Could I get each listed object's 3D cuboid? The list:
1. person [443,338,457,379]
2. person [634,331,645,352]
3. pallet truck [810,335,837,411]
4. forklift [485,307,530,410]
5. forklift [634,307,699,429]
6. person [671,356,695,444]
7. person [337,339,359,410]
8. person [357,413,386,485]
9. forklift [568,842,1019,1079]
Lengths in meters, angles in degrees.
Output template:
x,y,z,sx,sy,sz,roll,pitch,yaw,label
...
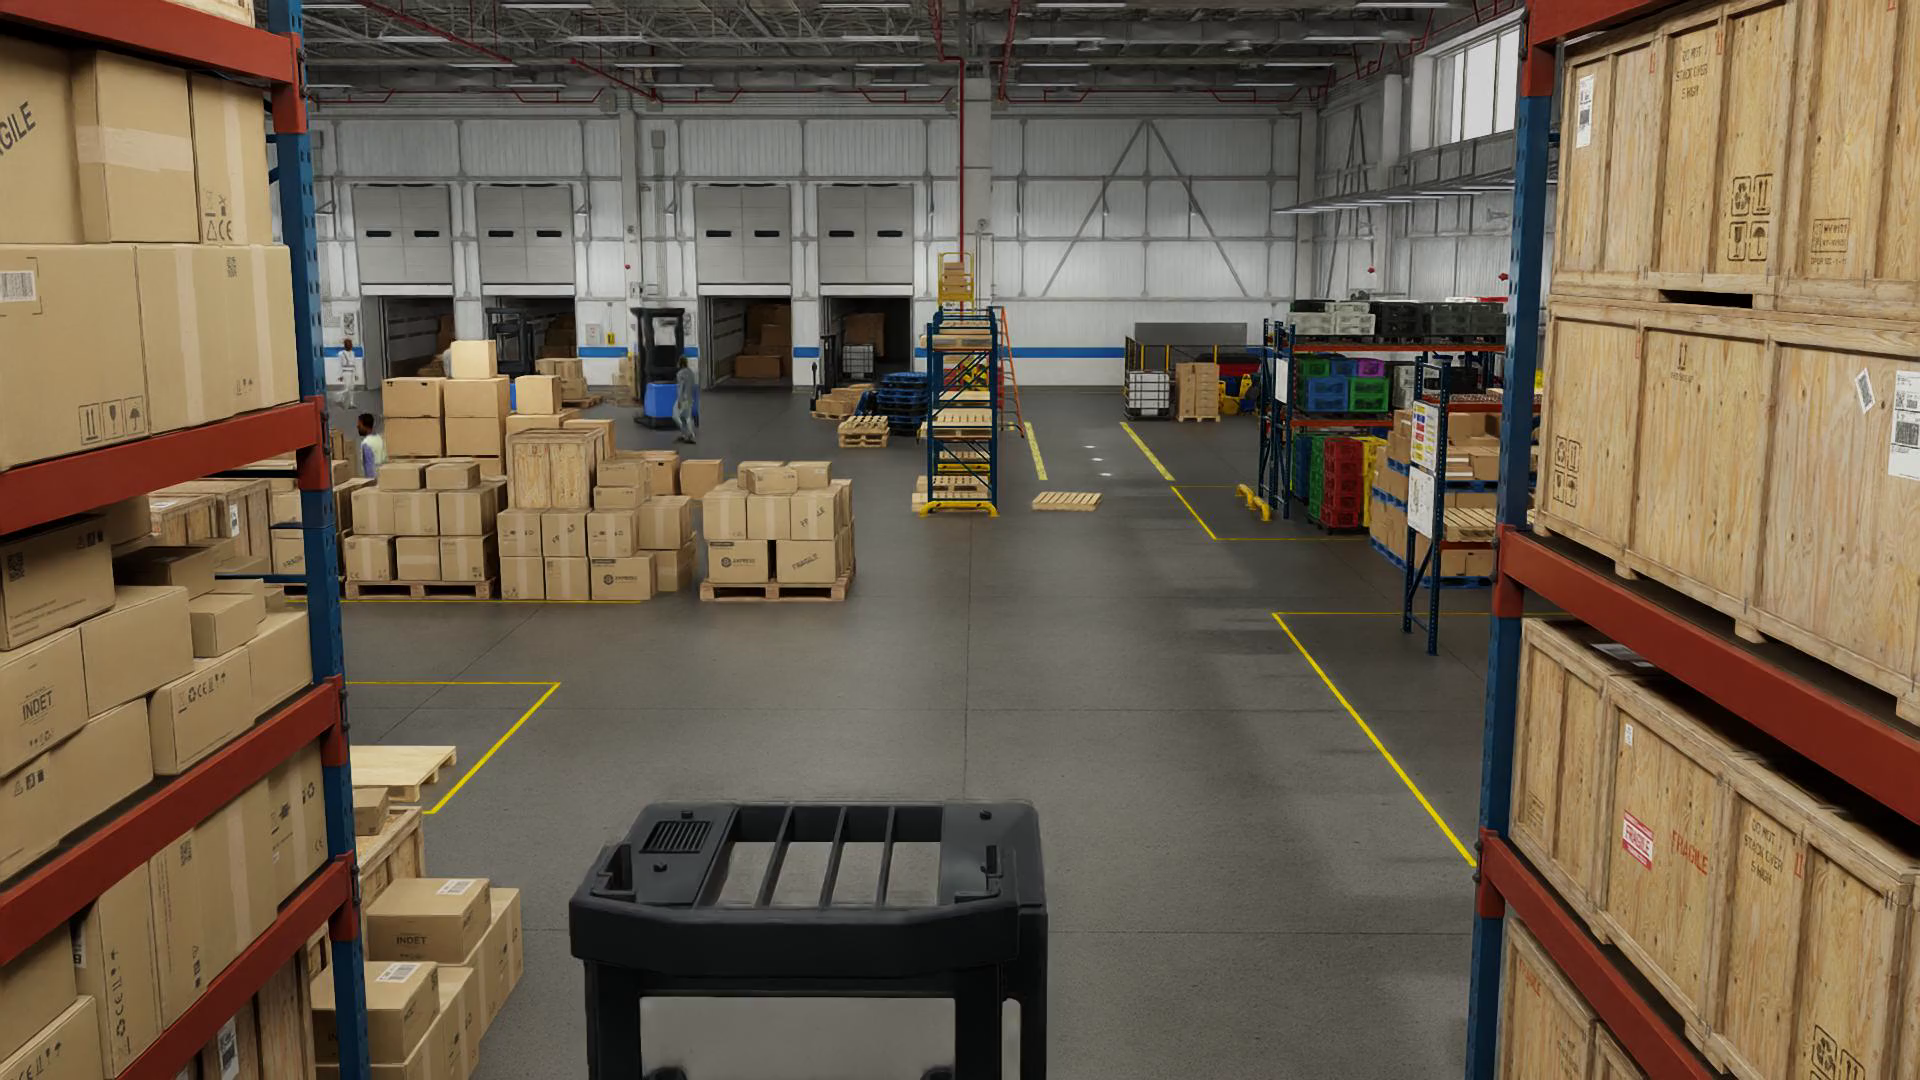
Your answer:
x,y,z,sx,sy,sz,roll,pitch,yaw,label
-12.976,-4.193,42.665,0.642,1.943,0.512,5,11,27,person
-9.035,-4.996,47.283,0.545,1.927,0.392,3,10,17,person
-3.021,-4.312,43.126,1.885,1.965,0.823,3,10,17,pallet truck
-10.754,-4.150,39.646,1.129,2.768,1.873,0,10,1,forklift
-6.959,-4.092,39.311,1.129,2.768,1.873,-5,11,-25,forklift
-5.985,-3.006,35.824,0.614,1.917,0.649,4,11,23,person
-16.076,-4.348,43.691,0.445,1.872,0.576,3,10,15,person
-8.249,-0.862,23.518,0.798,1.897,0.597,0,10,-1,person
-0.340,2.066,3.780,1.129,2.768,1.873,0,10,1,forklift
